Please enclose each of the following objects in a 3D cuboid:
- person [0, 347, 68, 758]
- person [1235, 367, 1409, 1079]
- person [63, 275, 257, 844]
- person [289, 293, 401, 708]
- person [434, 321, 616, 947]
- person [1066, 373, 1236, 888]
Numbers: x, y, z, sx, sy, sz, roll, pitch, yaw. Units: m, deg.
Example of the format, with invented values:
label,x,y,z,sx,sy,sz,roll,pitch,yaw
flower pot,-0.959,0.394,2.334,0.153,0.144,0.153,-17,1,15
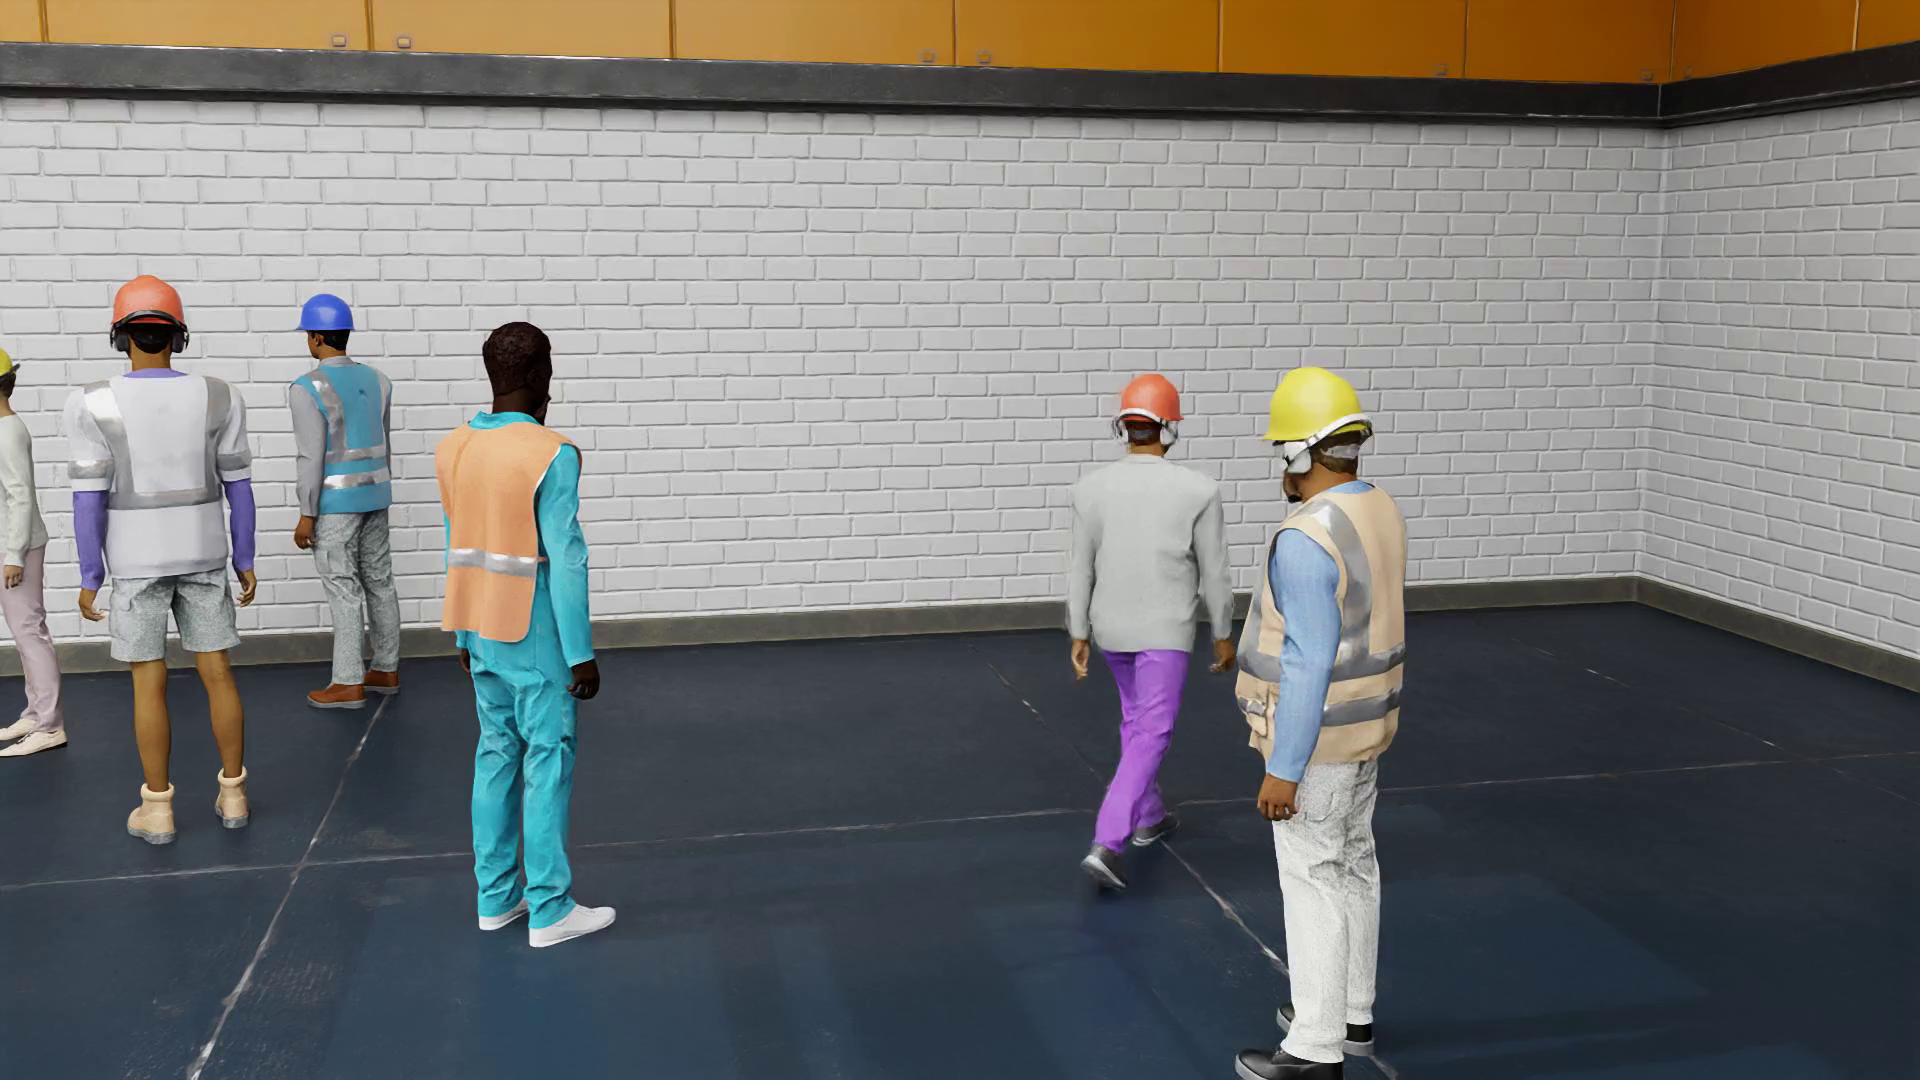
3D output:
label,x,y,z,sx,sy,sz,roll,pitch,yaw
person,-4.066,0.039,7.082,0.326,1.765,0.533,-6,11,-34
person,0.900,0.479,4.204,0.403,1.825,0.600,6,11,32
person,-2.885,0.070,6.042,0.614,2.041,0.390,-7,12,-38
person,-2.910,-0.179,7.848,0.402,1.949,0.605,4,10,21
person,-1.362,0.292,5.102,0.598,1.908,0.401,7,11,36
person,0.610,0.292,5.684,0.564,1.719,0.838,7,12,36
